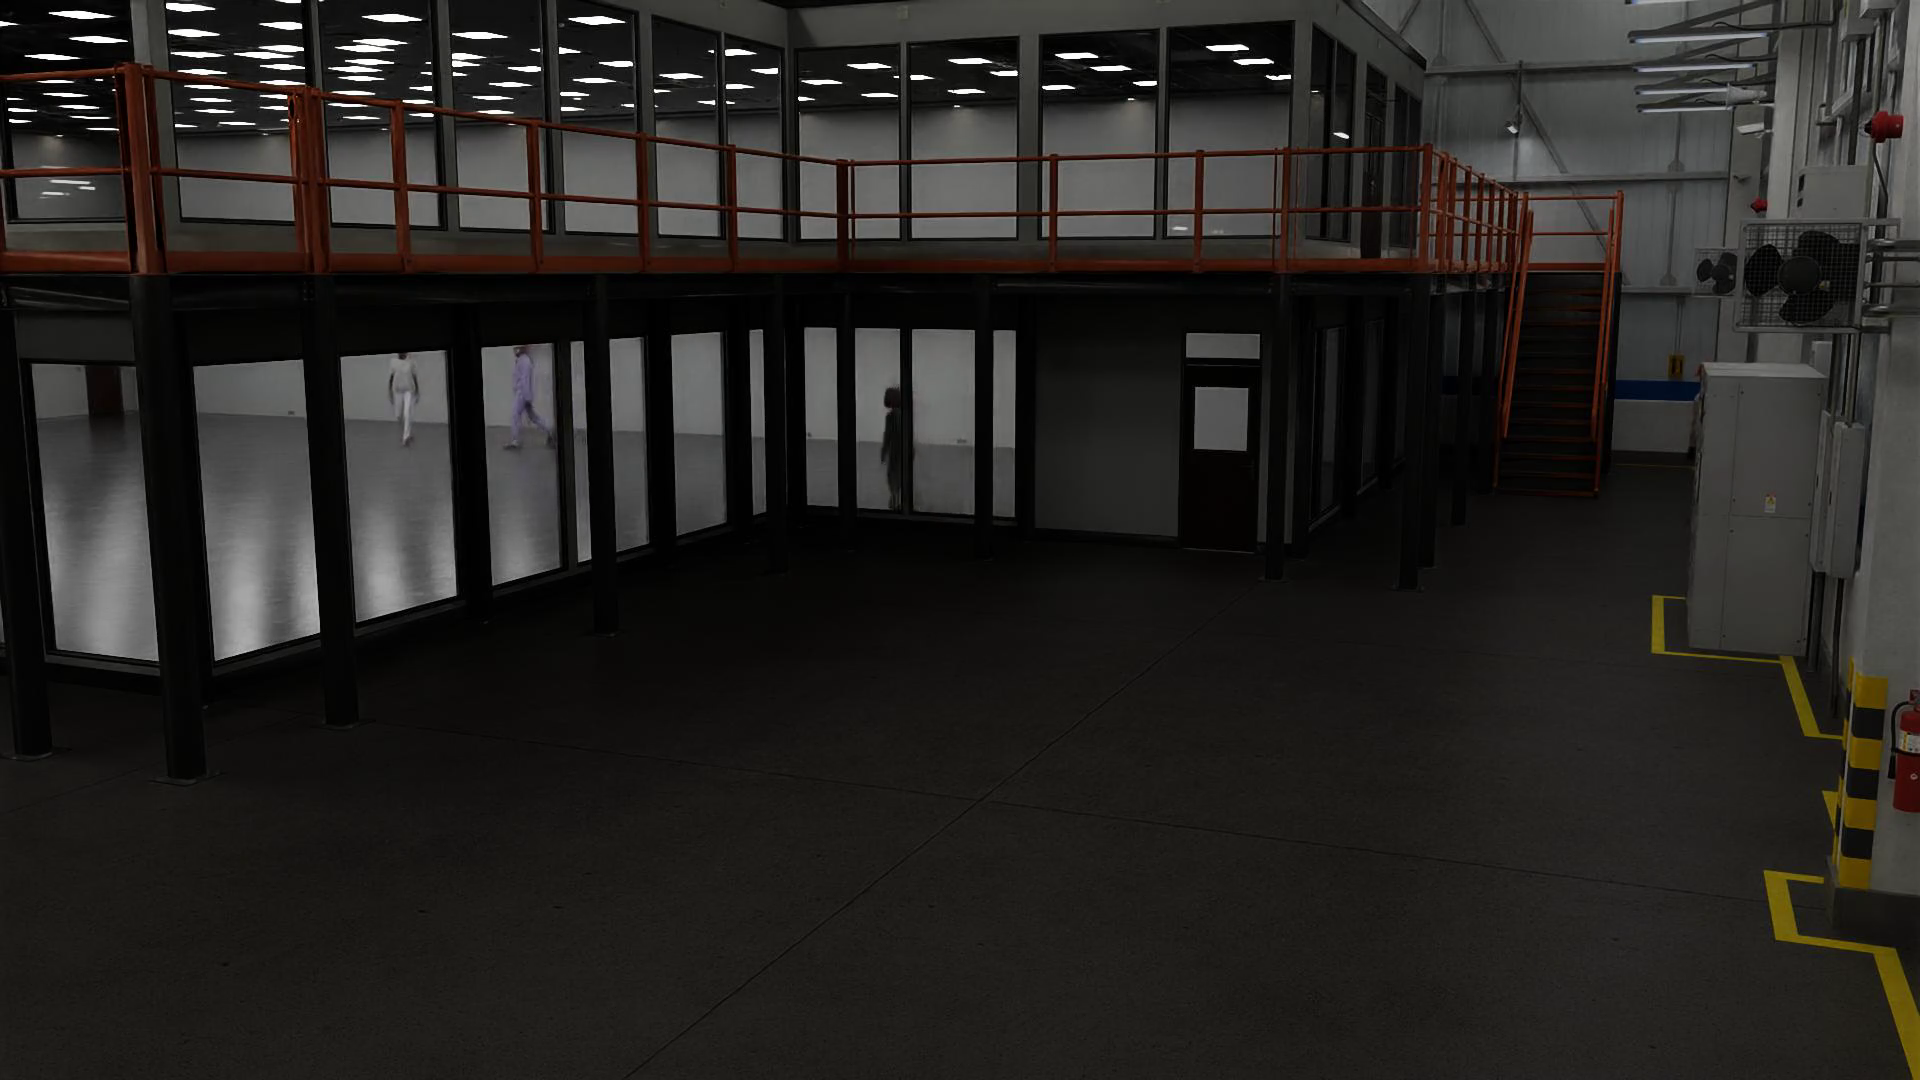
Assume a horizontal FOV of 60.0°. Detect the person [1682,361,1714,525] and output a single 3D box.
[{"bbox_3d":[8.971,-1.158,19.987,0.607,1.987,0.412,-6,11,-33],"label":"person"}]
